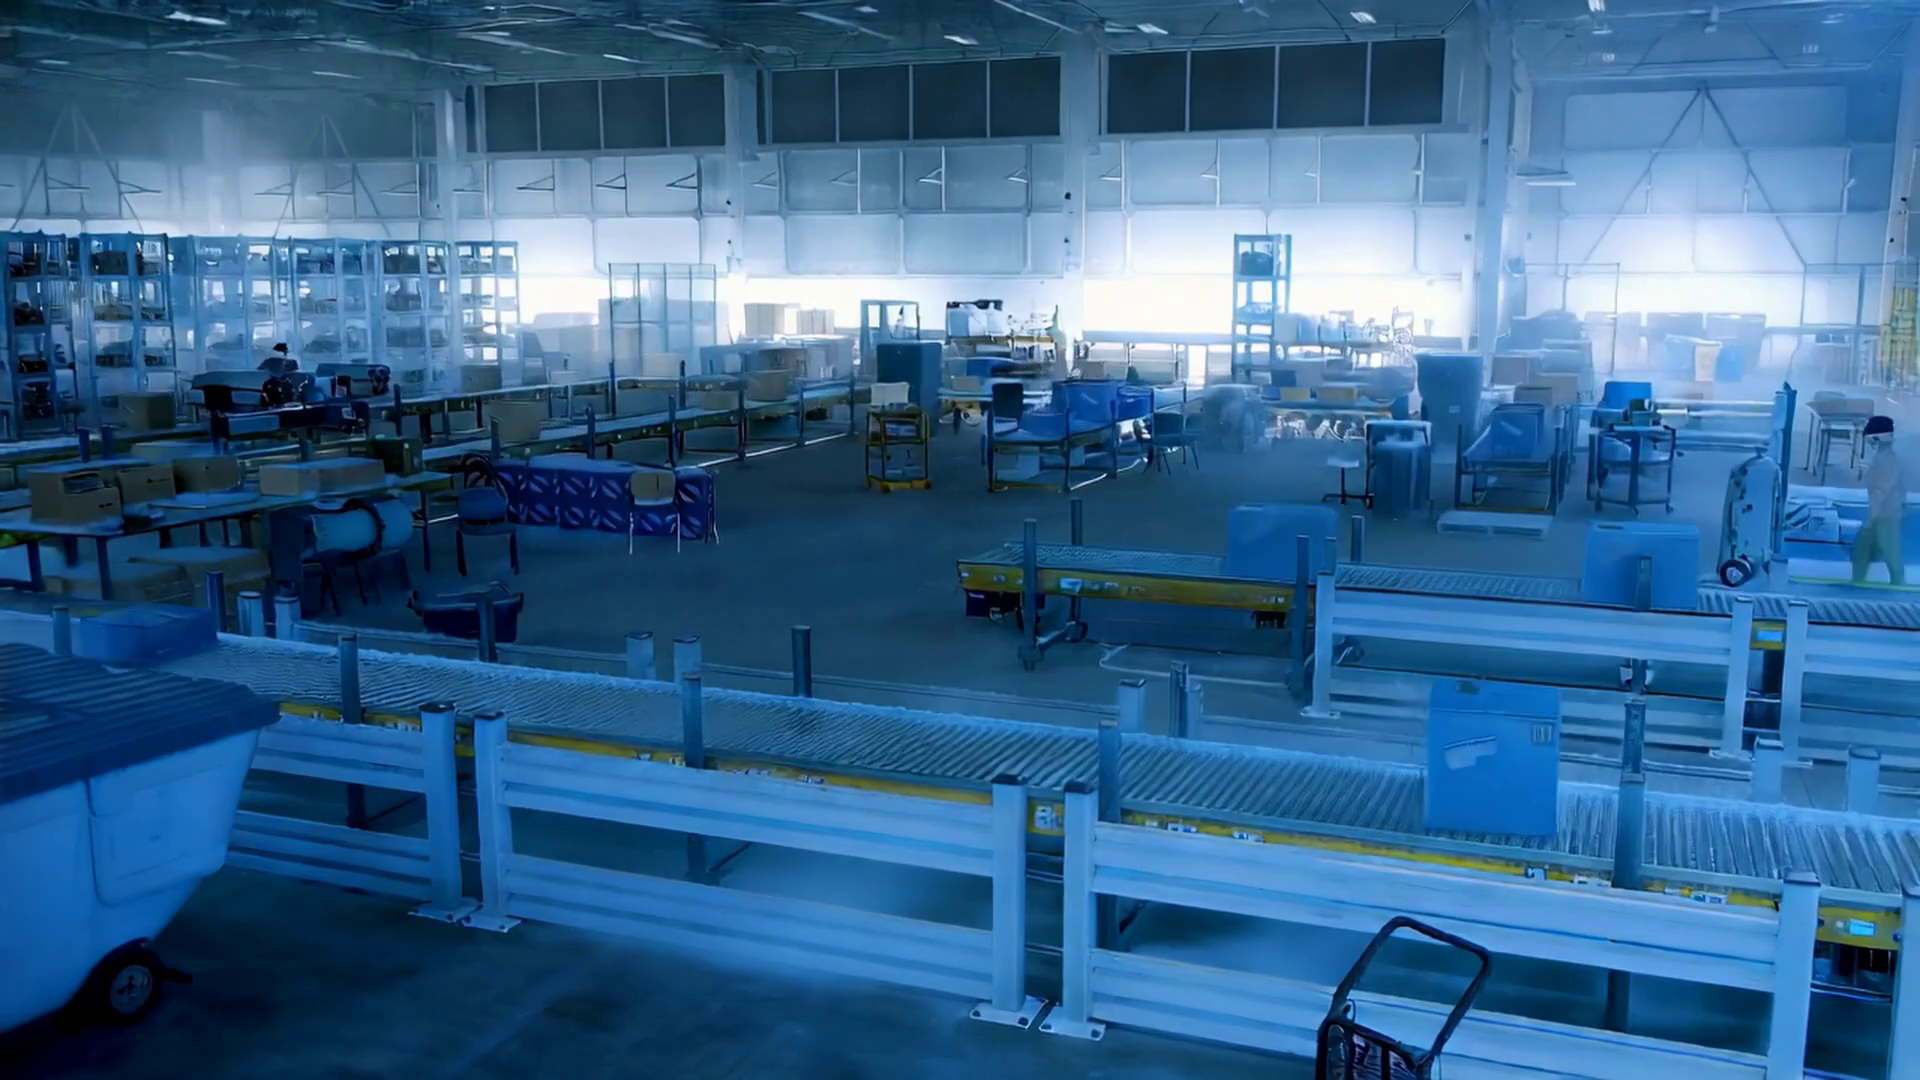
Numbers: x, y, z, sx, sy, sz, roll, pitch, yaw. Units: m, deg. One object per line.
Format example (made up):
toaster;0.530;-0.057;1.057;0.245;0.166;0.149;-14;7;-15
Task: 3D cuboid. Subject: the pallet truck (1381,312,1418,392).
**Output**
pallet truck;10.207;-4.283;38.369;0.823;1.965;1.885;3;10;20

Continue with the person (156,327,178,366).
person;-17.984;-4.061;37.532;0.577;1.830;0.385;-7;11;-35

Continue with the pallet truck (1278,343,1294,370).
pallet truck;7.886;-4.163;39.743;0.653;1.274;1.630;4;10;22

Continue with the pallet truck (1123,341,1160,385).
pallet truck;4.445;-4.380;41.279;0.680;1.201;1.601;4;10;22

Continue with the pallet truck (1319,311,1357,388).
pallet truck;9.071;-4.419;39.190;0.823;1.965;1.885;5;10;26

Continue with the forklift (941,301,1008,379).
forklift;0.365;-4.966;41.571;1.157;1.987;2.680;3;10;20

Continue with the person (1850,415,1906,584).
person;7.902;-0.201;14.398;0.674;1.739;0.540;2;10;15

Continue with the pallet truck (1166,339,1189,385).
pallet truck;5.418;-4.269;40.420;0.704;1.261;1.522;3;10;20

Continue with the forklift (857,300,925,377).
forklift;-1.732;-5.109;42.468;1.157;1.987;2.680;4;10;22

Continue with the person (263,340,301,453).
person;-10.951;-2.312;26.919;0.591;1.834;0.404;3;10;18
